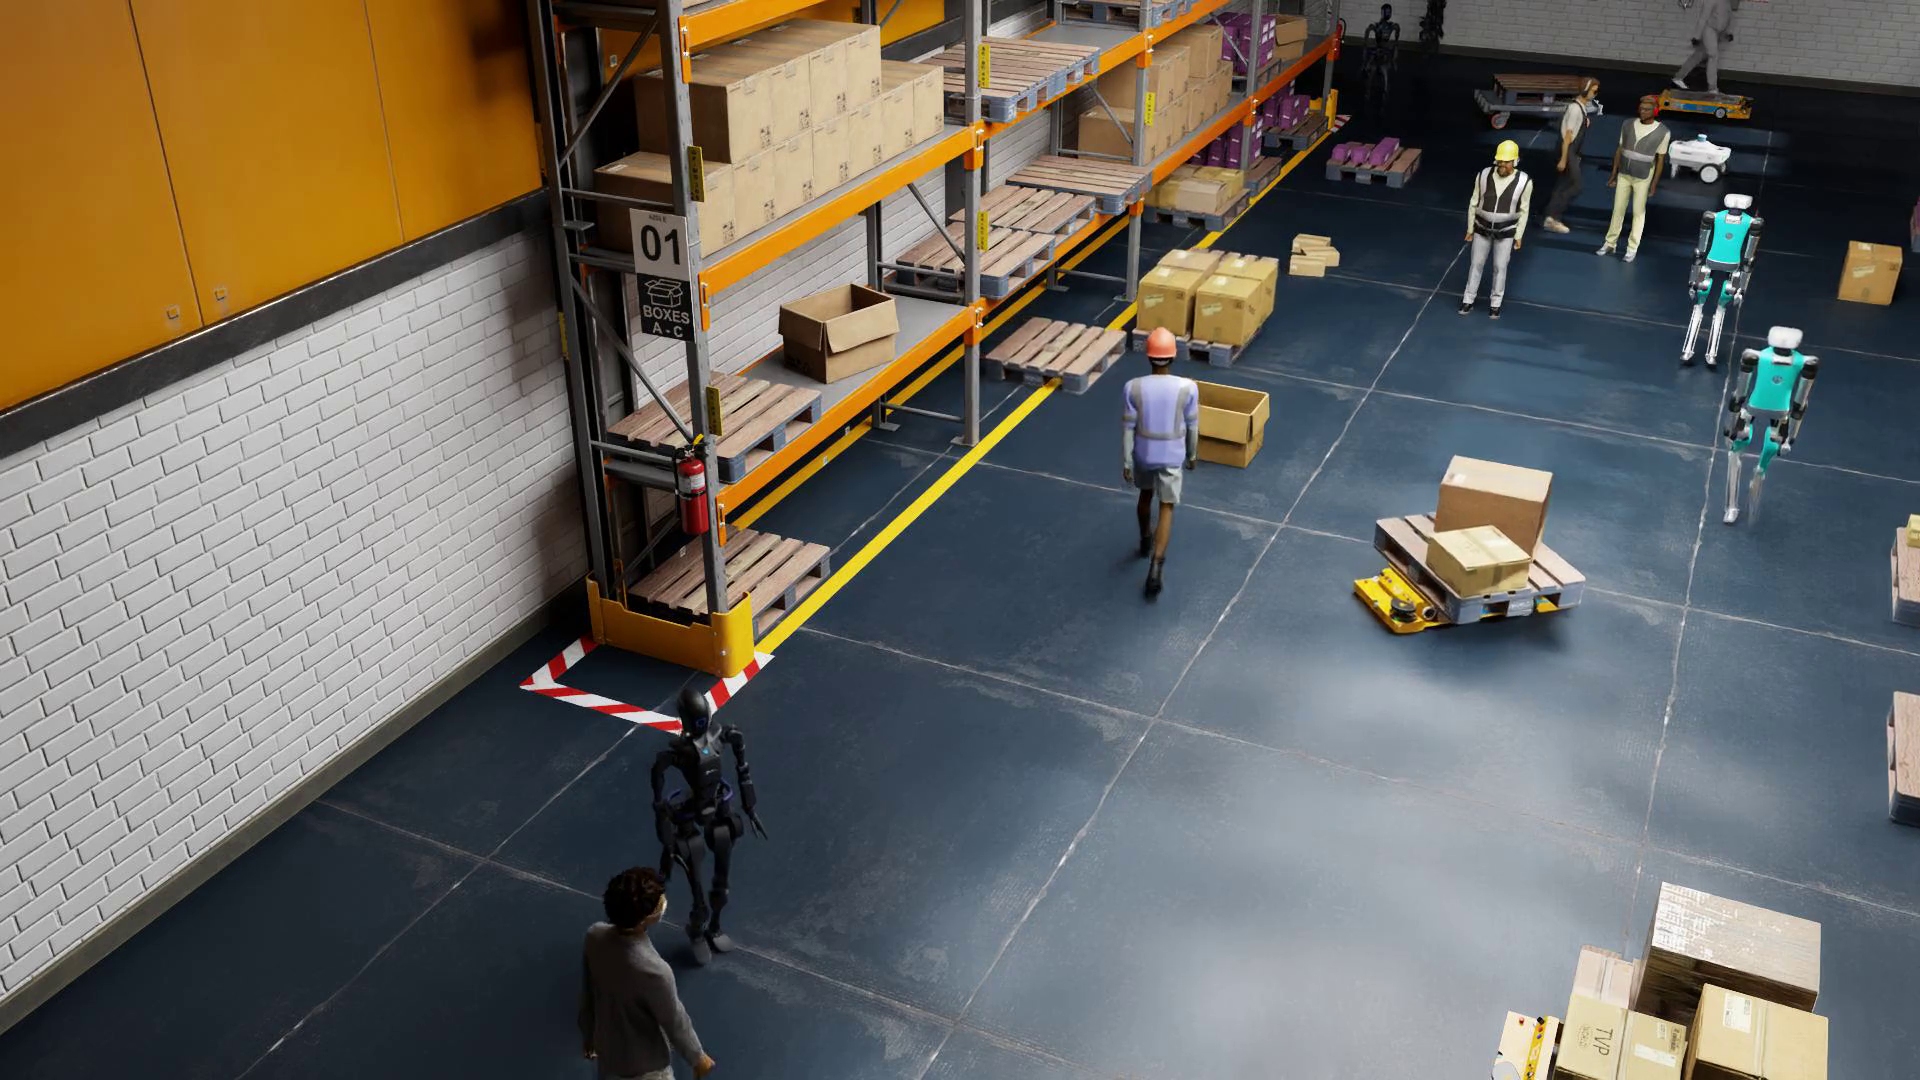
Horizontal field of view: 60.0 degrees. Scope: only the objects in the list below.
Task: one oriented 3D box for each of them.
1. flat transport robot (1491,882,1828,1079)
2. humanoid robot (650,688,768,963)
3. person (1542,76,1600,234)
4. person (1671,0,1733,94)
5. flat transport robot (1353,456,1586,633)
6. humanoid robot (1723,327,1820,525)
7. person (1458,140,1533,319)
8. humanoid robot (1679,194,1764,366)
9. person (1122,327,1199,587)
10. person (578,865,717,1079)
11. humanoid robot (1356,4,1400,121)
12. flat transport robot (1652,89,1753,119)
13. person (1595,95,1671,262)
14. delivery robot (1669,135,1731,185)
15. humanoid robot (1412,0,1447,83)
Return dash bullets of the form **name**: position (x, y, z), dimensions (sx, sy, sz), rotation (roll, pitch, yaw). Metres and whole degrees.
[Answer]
- **flat transport robot**: position (3.262, 2.645, 7.824), dimensions (1.431, 0.231, 0.659), rotation (13, 31, 22)
- **humanoid robot**: position (-1.302, 1.459, 8.542), dimensions (0.592, 1.652, 0.368), rotation (-20, 34, -32)
- **person**: position (7.140, -4.475, 19.387), dimensions (0.469, 1.821, 0.543), rotation (12, 31, 21)
- **person**: position (11.484, -7.789, 25.508), dimensions (0.905, 1.857, 0.646), rotation (24, 37, 37)
- **flat transport robot**: position (3.659, 0.352, 12.075), dimensions (1.431, 0.231, 0.659), rotation (-8, 29, -14)
- **humanoid robot**: position (6.152, -0.829, 12.850), dimensions (0.533, 1.883, 0.761), rotation (9, 30, 16)
- **person**: position (5.449, -3.161, 16.941), dimensions (0.586, 1.833, 0.403), rotation (13, 31, 22)
- **humanoid robot**: position (7.165, -2.501, 15.677), dimensions (0.533, 1.677, 0.735), rotation (13, 31, 22)
- **person**: position (1.436, -0.606, 12.136), dimensions (0.545, 1.904, 0.898), rotation (7, 29, 13)
- **person**: position (-1.290, 2.107, 7.131), dimensions (0.546, 1.872, 0.823), rotation (23, 36, 35)
- **humanoid robot**: position (6.071, -6.916, 24.081), dimensions (0.608, 1.635, 0.618), rotation (-5, 29, -10)
- **flat transport robot**: position (11.016, -6.498, 24.777), dimensions (1.431, 0.231, 0.659), rotation (13, 31, 22)
- **person**: position (7.548, -4.047, 18.569), dimensions (0.389, 1.847, 0.562), rotation (-24, 37, -37)
- **delivery robot**: position (9.624, -4.956, 21.621), dimensions (0.770, 0.599, 0.505), rotation (19, 34, 32)
- **humanoid robot**: position (7.410, -8.038, 26.151), dimensions (0.376, 1.636, 0.611), rotation (22, 35, 35)
